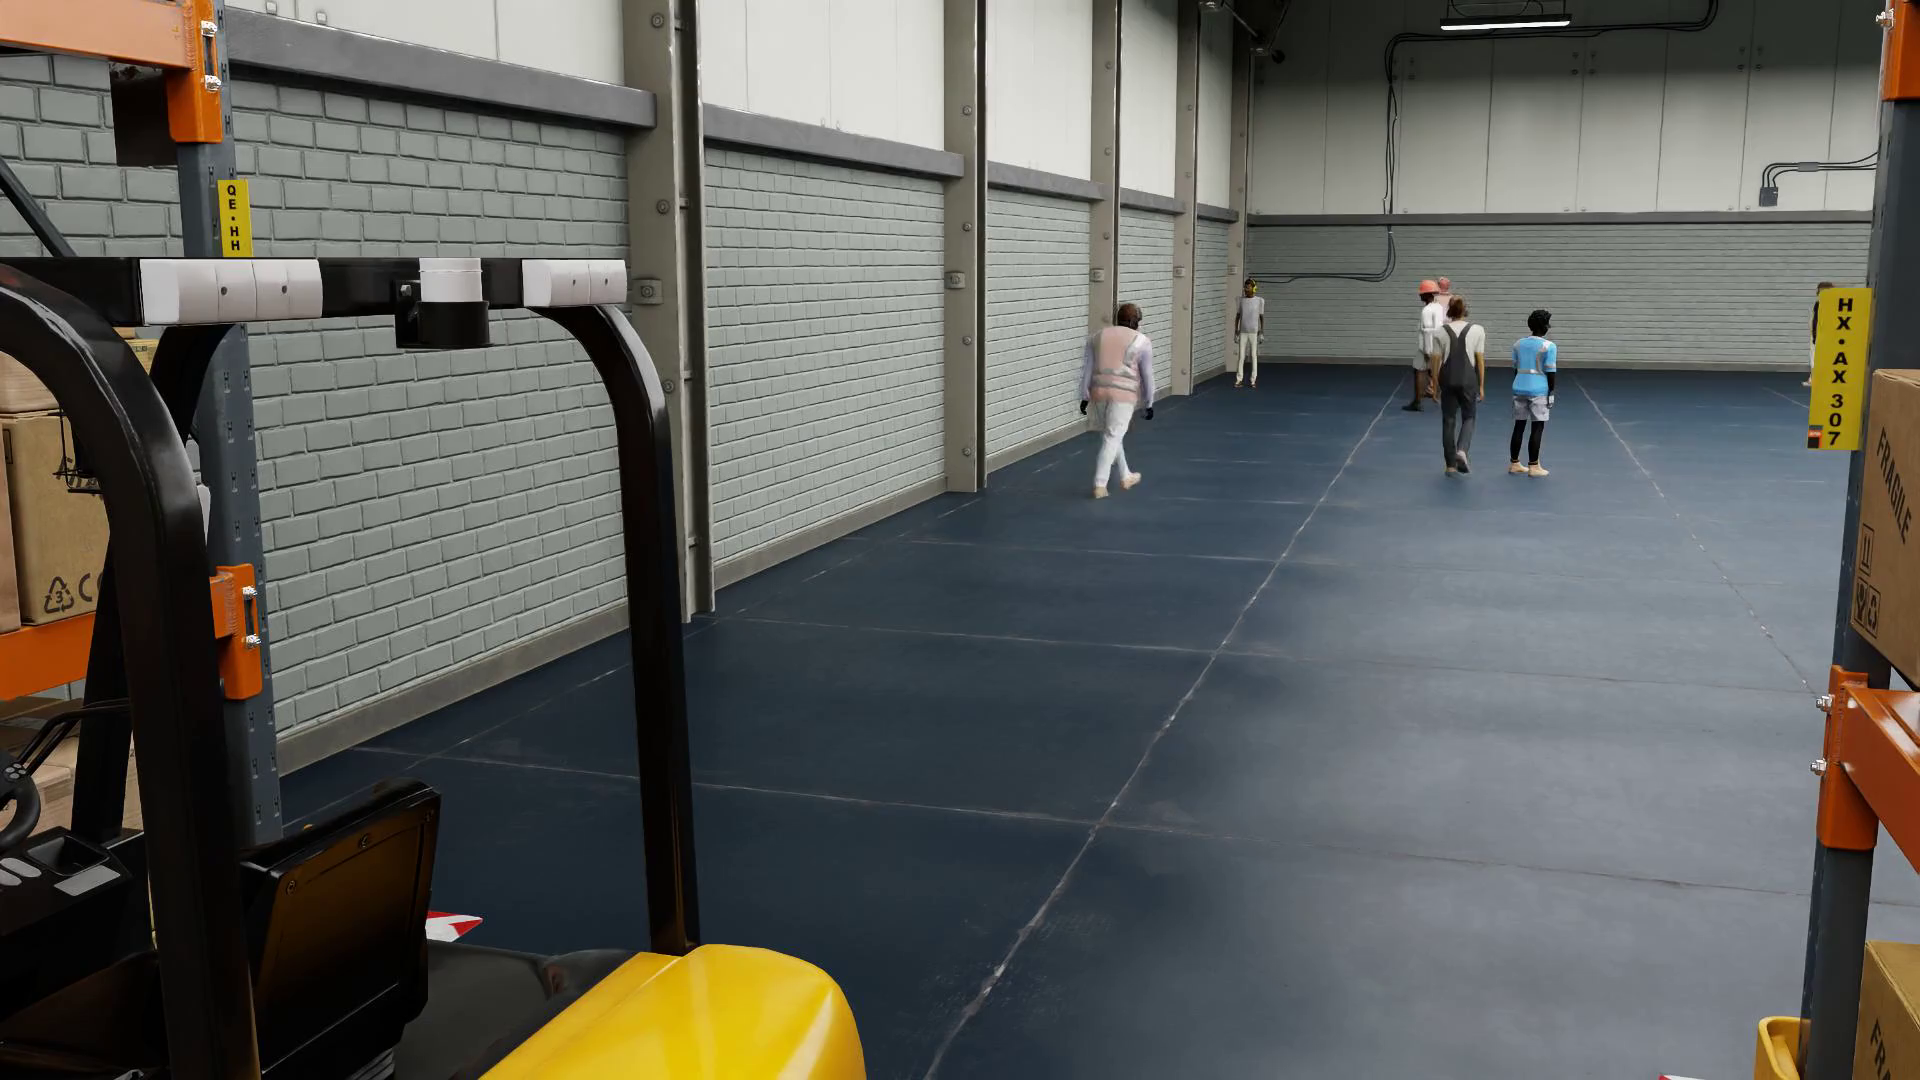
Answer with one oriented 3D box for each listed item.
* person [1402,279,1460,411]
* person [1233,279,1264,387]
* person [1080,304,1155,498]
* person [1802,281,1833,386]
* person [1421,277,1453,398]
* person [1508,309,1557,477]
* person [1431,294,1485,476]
[{"bbox_3d":[6.814,-2.783,23.901,0.782,1.915,0.553,8,13,41],"label":"person"},{"bbox_3d":[4.982,-3.558,28.663,0.521,1.864,0.334,3,10,20],"label":"person"},{"bbox_3d":[1.490,-1.299,15.488,0.635,1.769,0.972,7,12,35],"label":"person"},{"bbox_3d":[14.939,-3.545,28.687,0.641,1.828,0.579,-6,11,-30],"label":"person"},{"bbox_3d":[7.640,-3.214,26.467,0.646,1.913,0.409,-3,10,-15],"label":"person"},{"bbox_3d":[5.795,-1.482,16.816,0.321,1.689,0.529,-6,11,-31],"label":"person"},{"bbox_3d":[5.020,-1.554,16.791,0.525,1.835,0.407,3,10,18],"label":"person"}]
